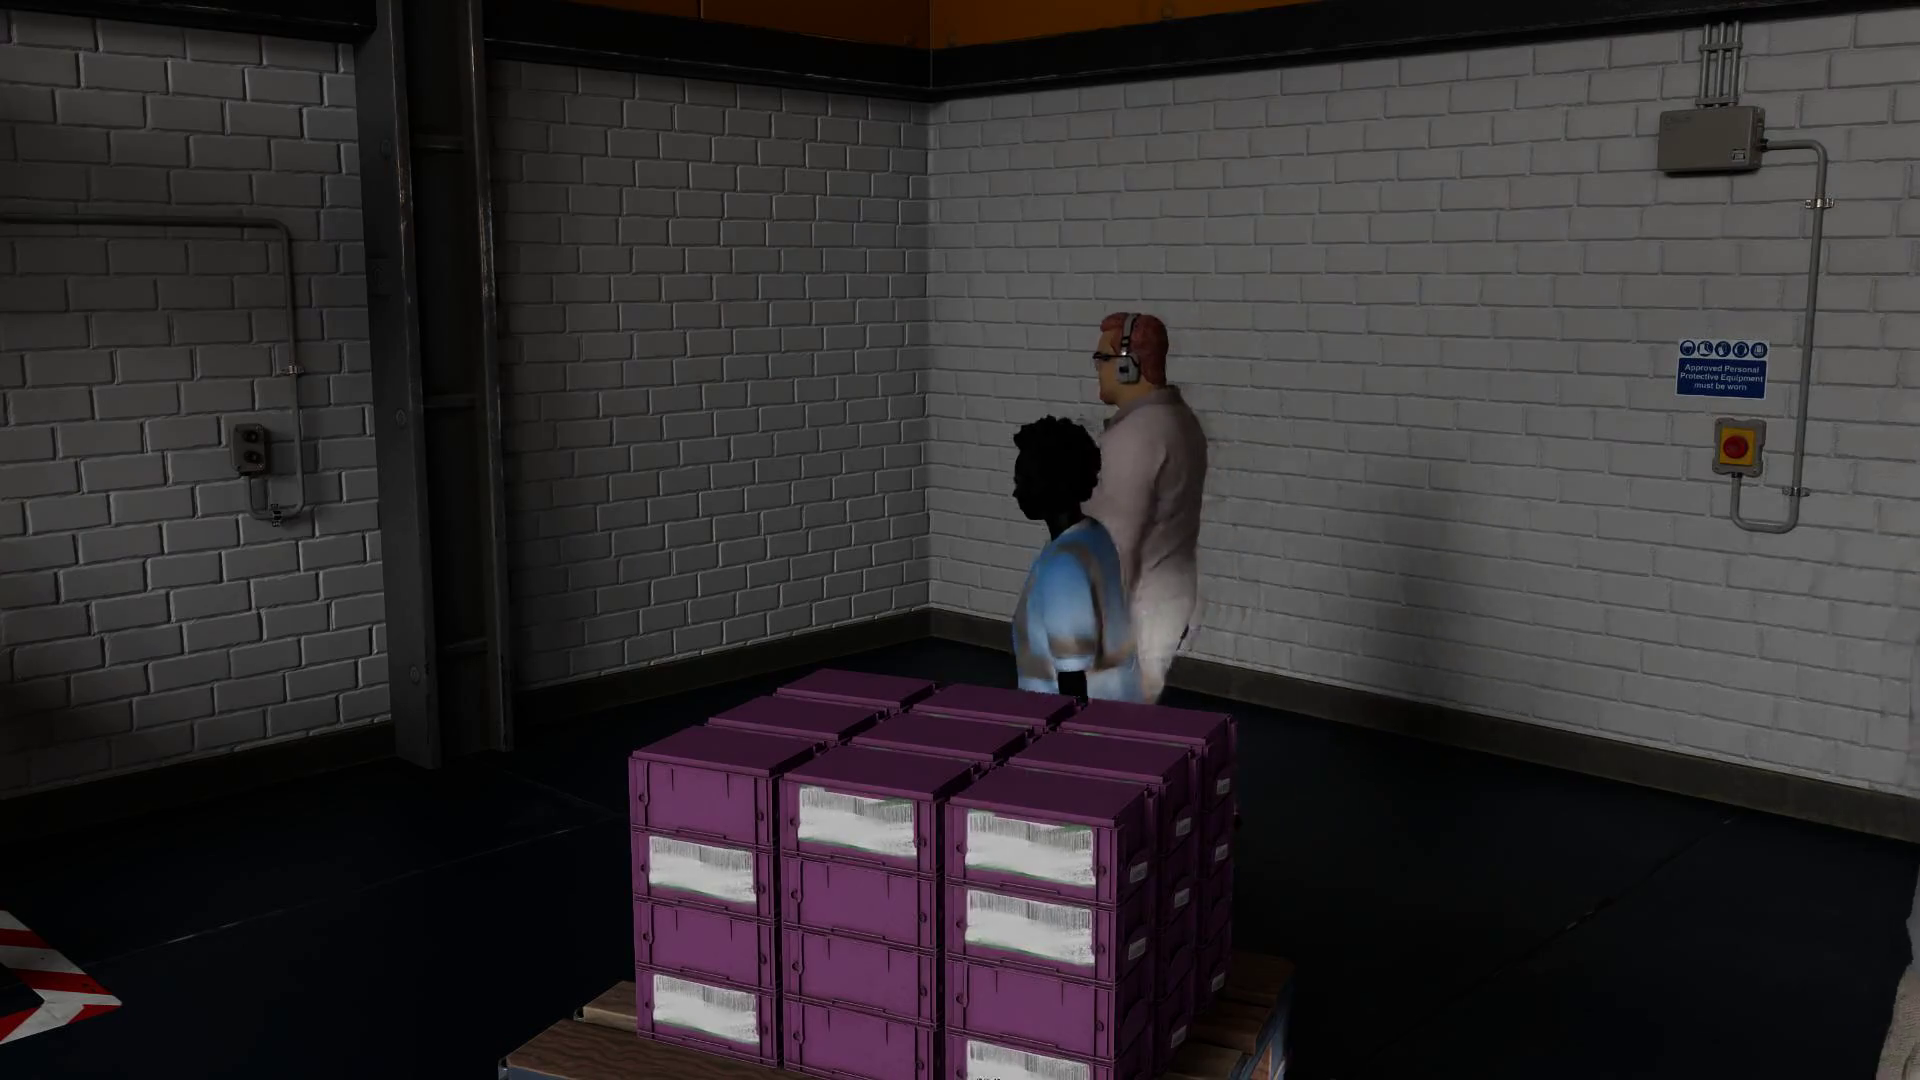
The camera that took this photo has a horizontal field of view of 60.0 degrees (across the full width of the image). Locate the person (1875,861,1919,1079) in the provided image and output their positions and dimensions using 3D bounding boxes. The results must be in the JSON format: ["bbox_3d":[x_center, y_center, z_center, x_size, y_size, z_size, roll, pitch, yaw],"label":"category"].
[{"bbox_3d":[1.752,0.657,2.587,0.621,1.908,1.020,-6,11,-32],"label":"person"}]

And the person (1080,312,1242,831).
[{"bbox_3d":[0.585,0.224,5.313,0.460,1.892,0.644,3,10,20],"label":"person"}]

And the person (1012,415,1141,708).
[{"bbox_3d":[0.283,0.487,4.422,0.919,1.643,0.532,3,10,19],"label":"person"}]
